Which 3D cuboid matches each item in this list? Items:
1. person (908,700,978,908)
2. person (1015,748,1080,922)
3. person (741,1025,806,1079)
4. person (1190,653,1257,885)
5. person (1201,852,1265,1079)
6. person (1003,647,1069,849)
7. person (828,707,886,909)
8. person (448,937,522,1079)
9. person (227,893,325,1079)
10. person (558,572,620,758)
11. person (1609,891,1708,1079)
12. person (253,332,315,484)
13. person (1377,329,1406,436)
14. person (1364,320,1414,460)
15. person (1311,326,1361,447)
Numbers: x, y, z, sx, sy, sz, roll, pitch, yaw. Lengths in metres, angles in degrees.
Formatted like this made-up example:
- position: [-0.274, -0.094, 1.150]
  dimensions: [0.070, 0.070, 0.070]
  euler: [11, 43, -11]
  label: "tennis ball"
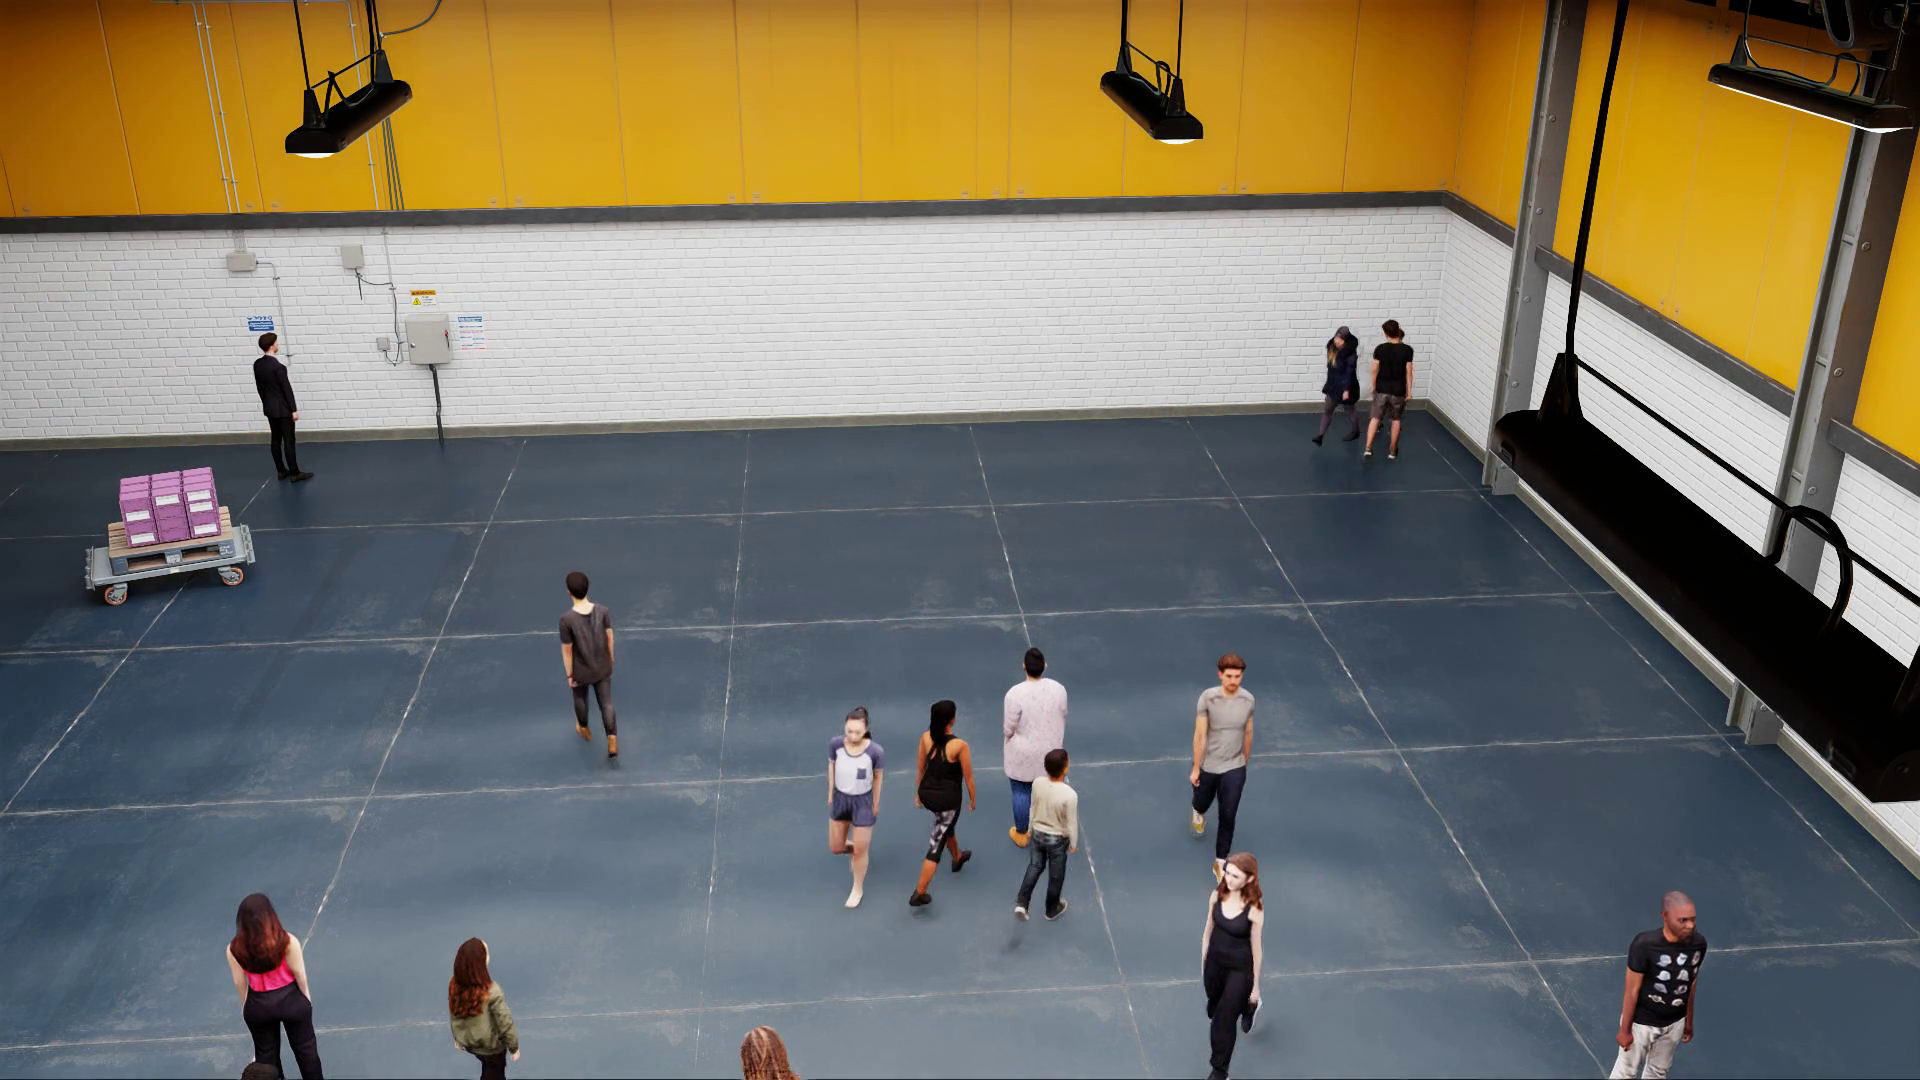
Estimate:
- position: [-0.178, 1.996, 12.527]
  dimensions: [1.019, 1.618, 1.163]
  euler: [14, 27, 29]
  label: "person"
- position: [0.628, 2.217, 12.222]
  dimensions: [0.793, 1.458, 0.881]
  euler: [12, 26, 25]
  label: "person"
- position: [-1.008, 3.445, 9.098]
  dimensions: [0.619, 1.711, 0.932]
  euler: [-4, 24, -9]
  label: "person"
- position: [1.990, 1.696, 12.894]
  dimensions: [0.695, 1.875, 1.128]
  euler: [-1, 24, -1]
  label: "person"
- position: [1.804, 2.721, 10.730]
  dimensions: [0.988, 1.729, 1.041]
  euler: [19, 30, 36]
  label: "person"
- position: [0.587, 1.631, 13.207]
  dimensions: [0.722, 1.743, 0.668]
  euler: [-6, 24, -13]
  label: "person"
- position: [-0.766, 1.967, 12.571]
  dimensions: [0.759, 1.636, 0.848]
  euler: [9, 25, 19]
  label: "person"
- position: [-2.952, 3.121, 10.167]
  dimensions: [0.934, 1.448, 1.092]
  euler: [12, 27, 26]
  label: "person"
- position: [-4.264, 2.905, 10.393]
  dimensions: [0.603, 1.663, 0.552]
  euler: [-5, 24, -11]
  label: "person"
- position: [-3.192, 1.105, 14.469]
  dimensions: [0.841, 1.697, 1.133]
  euler: [-9, 25, -20]
  label: "person"
- position: [4.249, 2.920, 10.181]
  dimensions: [0.677, 1.804, 0.624]
  euler: [-5, 24, -11]
  label: "person"
- position: [-8.398, -1.636, 20.491]
  dimensions: [0.787, 1.894, 0.800]
  euler: [12, 26, 25]
  label: "person"
- position: [5.746, -2.129, 22.186]
  dimensions: [0.589, 1.442, 0.637]
  euler: [16, 28, 32]
  label: "person"
- position: [5.413, -1.872, 21.106]
  dimensions: [0.881, 1.836, 1.053]
  euler: [10, 25, 21]
  label: "person"
- position: [5.043, -2.006, 21.680]
  dimensions: [1.042, 1.620, 1.117]
  euler: [-12, 26, -25]
  label: "person"
